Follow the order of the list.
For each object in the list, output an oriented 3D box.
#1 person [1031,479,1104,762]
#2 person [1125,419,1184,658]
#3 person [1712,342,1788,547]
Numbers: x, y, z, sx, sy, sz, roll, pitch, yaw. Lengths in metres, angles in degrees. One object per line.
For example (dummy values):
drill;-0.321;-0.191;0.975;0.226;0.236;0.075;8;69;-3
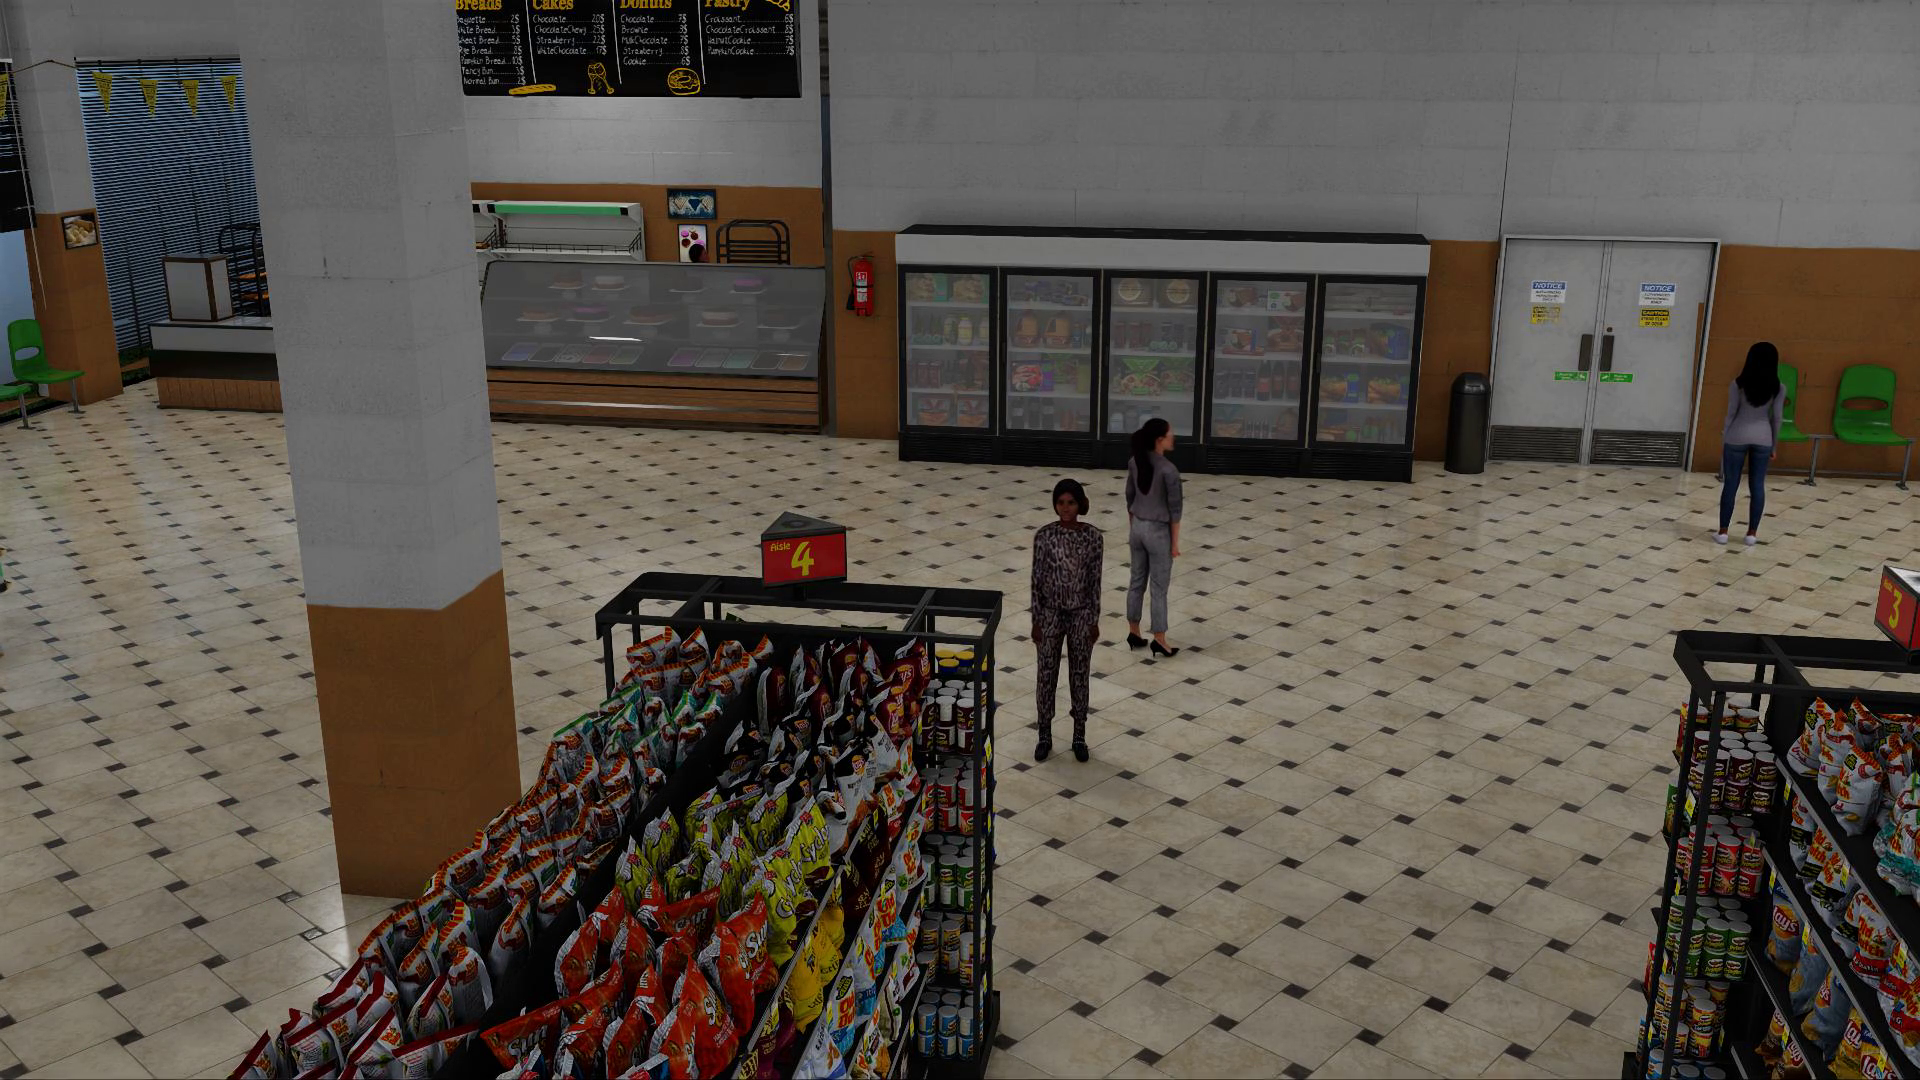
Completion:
person;0.629;0.473;9.852;0.593;1.714;0.585;1;17;4
person;1.330;-0.017;11.530;0.757;1.677;0.714;-14;22;-39
person;6.670;-0.812;14.048;0.602;1.735;0.527;4;17;13
